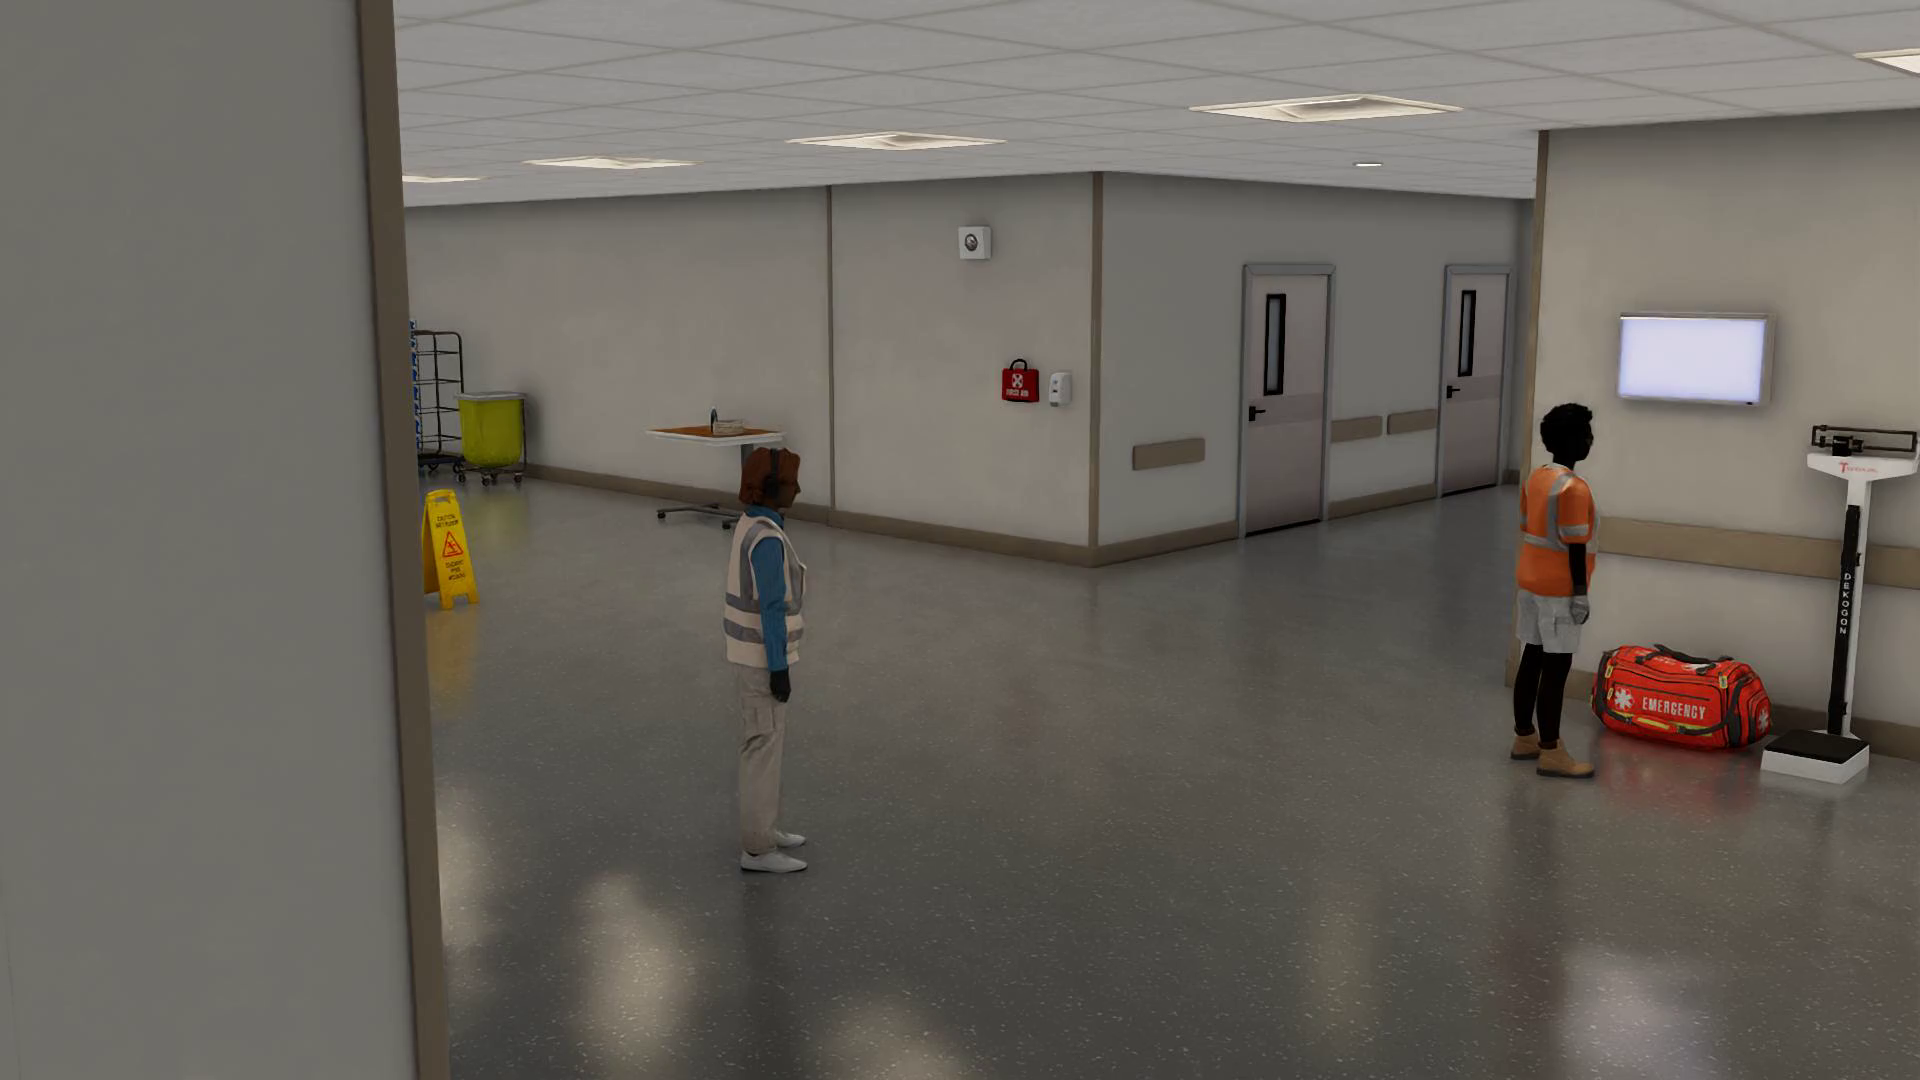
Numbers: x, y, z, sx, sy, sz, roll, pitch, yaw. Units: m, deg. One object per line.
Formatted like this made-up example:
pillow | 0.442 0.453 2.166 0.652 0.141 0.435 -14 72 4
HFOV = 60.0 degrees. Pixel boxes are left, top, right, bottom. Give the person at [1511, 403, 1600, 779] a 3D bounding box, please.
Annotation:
person | 2.724 0.223 7.591 0.321 1.697 0.530 -1 9 -4

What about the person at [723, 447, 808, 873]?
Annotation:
person | -0.740 0.457 6.366 0.319 1.631 0.518 -2 9 -13
